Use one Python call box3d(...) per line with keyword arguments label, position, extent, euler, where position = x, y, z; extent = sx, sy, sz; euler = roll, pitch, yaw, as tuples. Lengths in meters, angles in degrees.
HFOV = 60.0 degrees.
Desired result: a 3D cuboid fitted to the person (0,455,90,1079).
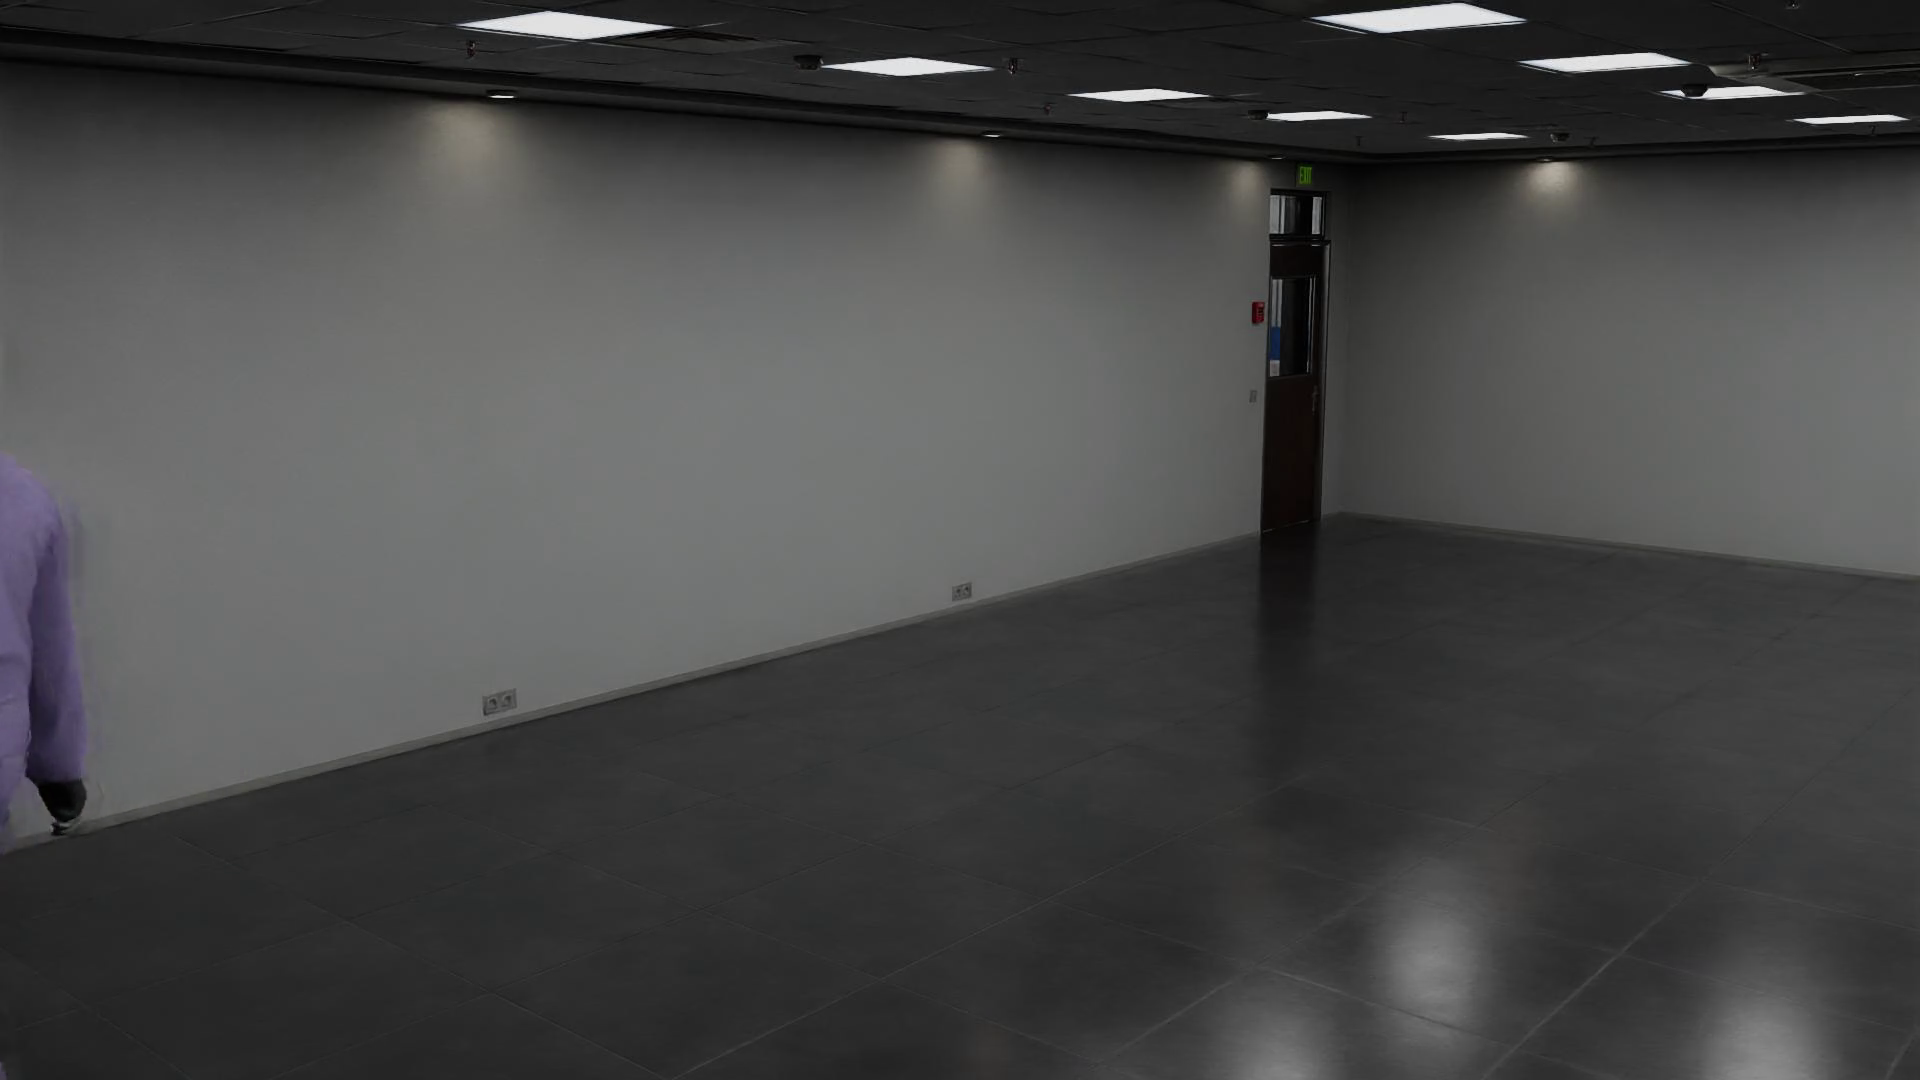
box3d(label="person", position=(-2.180, 0.492, 3.375), extent=(0.656, 1.877, 0.638), euler=(3, 10, 15))
